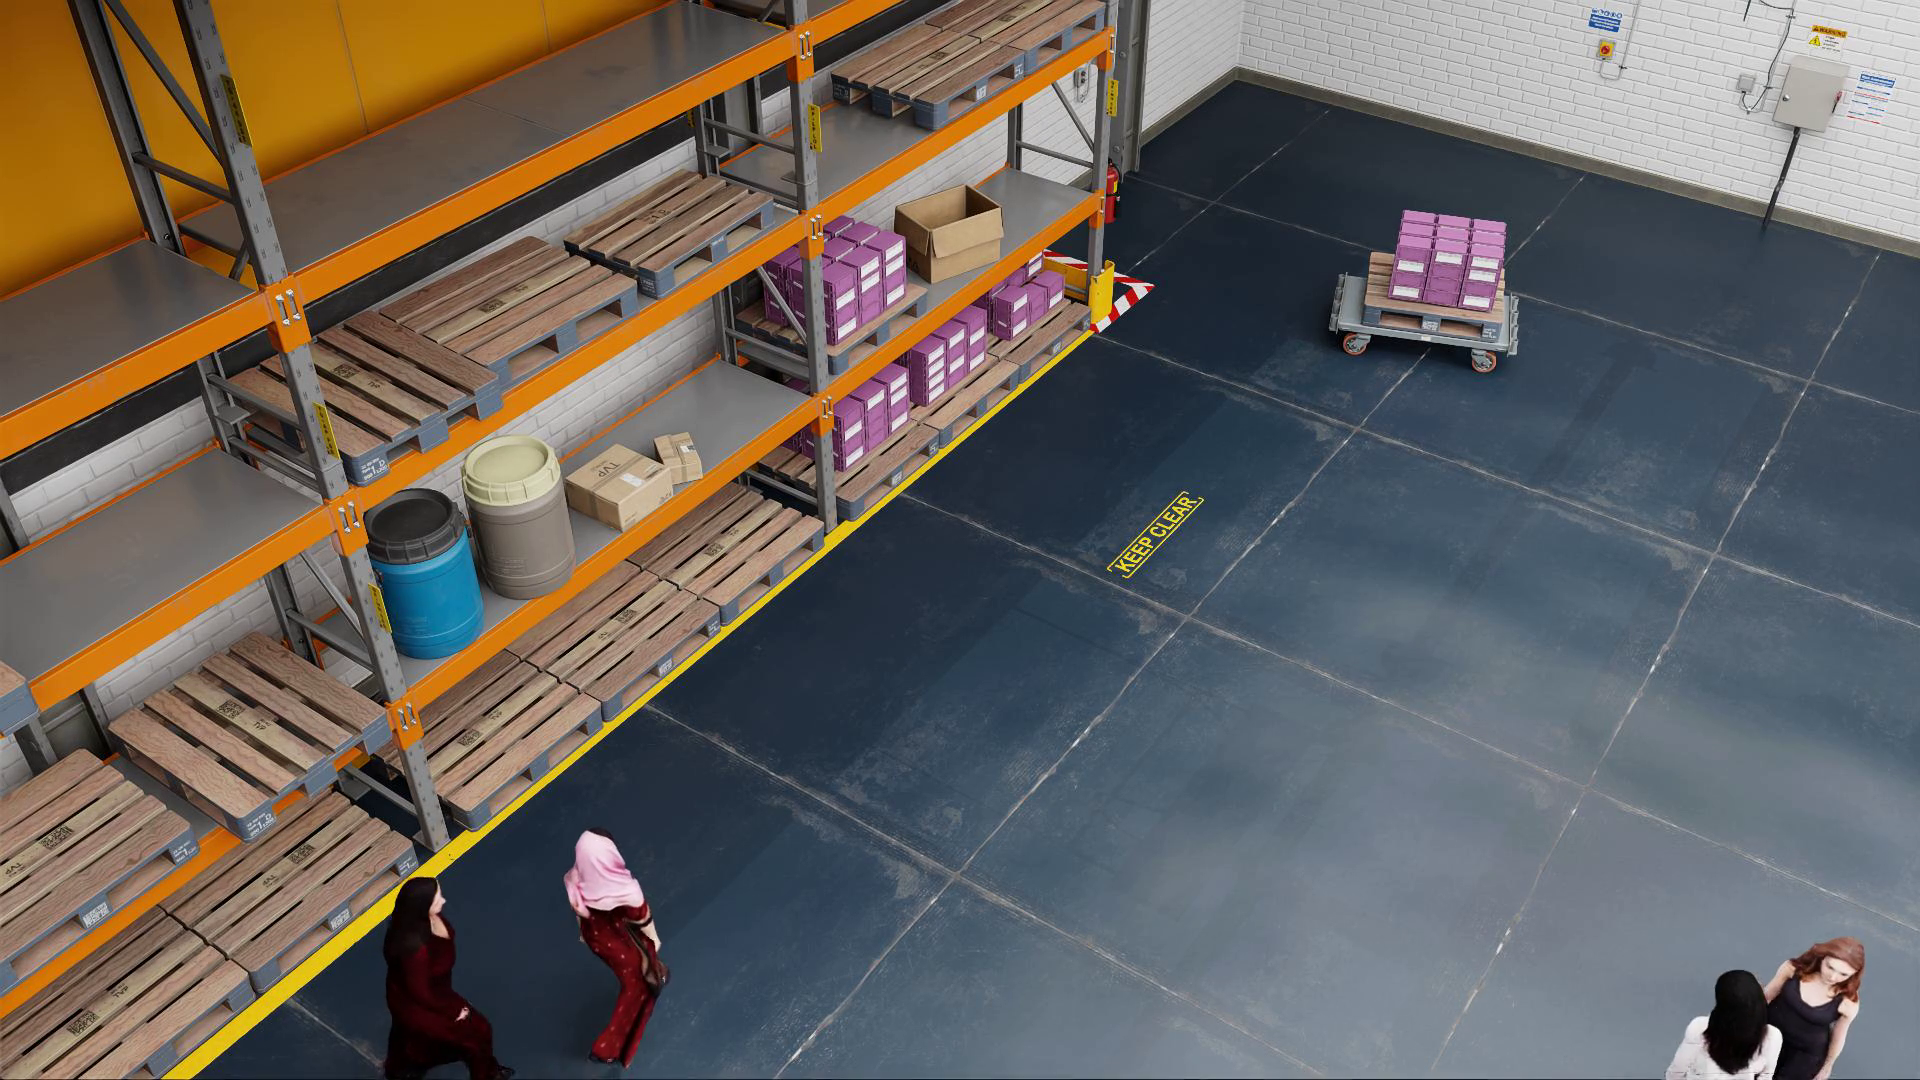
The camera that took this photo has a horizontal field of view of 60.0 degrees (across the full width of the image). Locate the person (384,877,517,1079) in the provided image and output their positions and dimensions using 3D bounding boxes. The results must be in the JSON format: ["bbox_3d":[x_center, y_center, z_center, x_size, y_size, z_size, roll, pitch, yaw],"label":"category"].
[{"bbox_3d":[-2.867,2.428,8.688,1.049,1.698,0.952,-16,41,-19],"label":"person"}]

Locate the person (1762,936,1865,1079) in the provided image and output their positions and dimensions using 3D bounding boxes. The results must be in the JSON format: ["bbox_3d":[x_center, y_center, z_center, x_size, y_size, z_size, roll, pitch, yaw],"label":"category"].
[{"bbox_3d":[4.293,2.525,8.553,0.891,1.715,0.717,-23,44,-26],"label":"person"}]

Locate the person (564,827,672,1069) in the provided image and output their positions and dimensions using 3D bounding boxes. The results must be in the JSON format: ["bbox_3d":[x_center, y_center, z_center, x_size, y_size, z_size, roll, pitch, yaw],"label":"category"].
[{"bbox_3d":[-1.888,2.208,9.032,0.720,1.612,1.032,19,42,22],"label":"person"}]

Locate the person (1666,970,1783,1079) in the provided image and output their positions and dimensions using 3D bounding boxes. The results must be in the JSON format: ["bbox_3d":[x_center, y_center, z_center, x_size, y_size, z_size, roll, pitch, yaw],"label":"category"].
[{"bbox_3d":[3.733,2.803,8.232,0.774,1.681,0.805,8,39,10],"label":"person"}]
